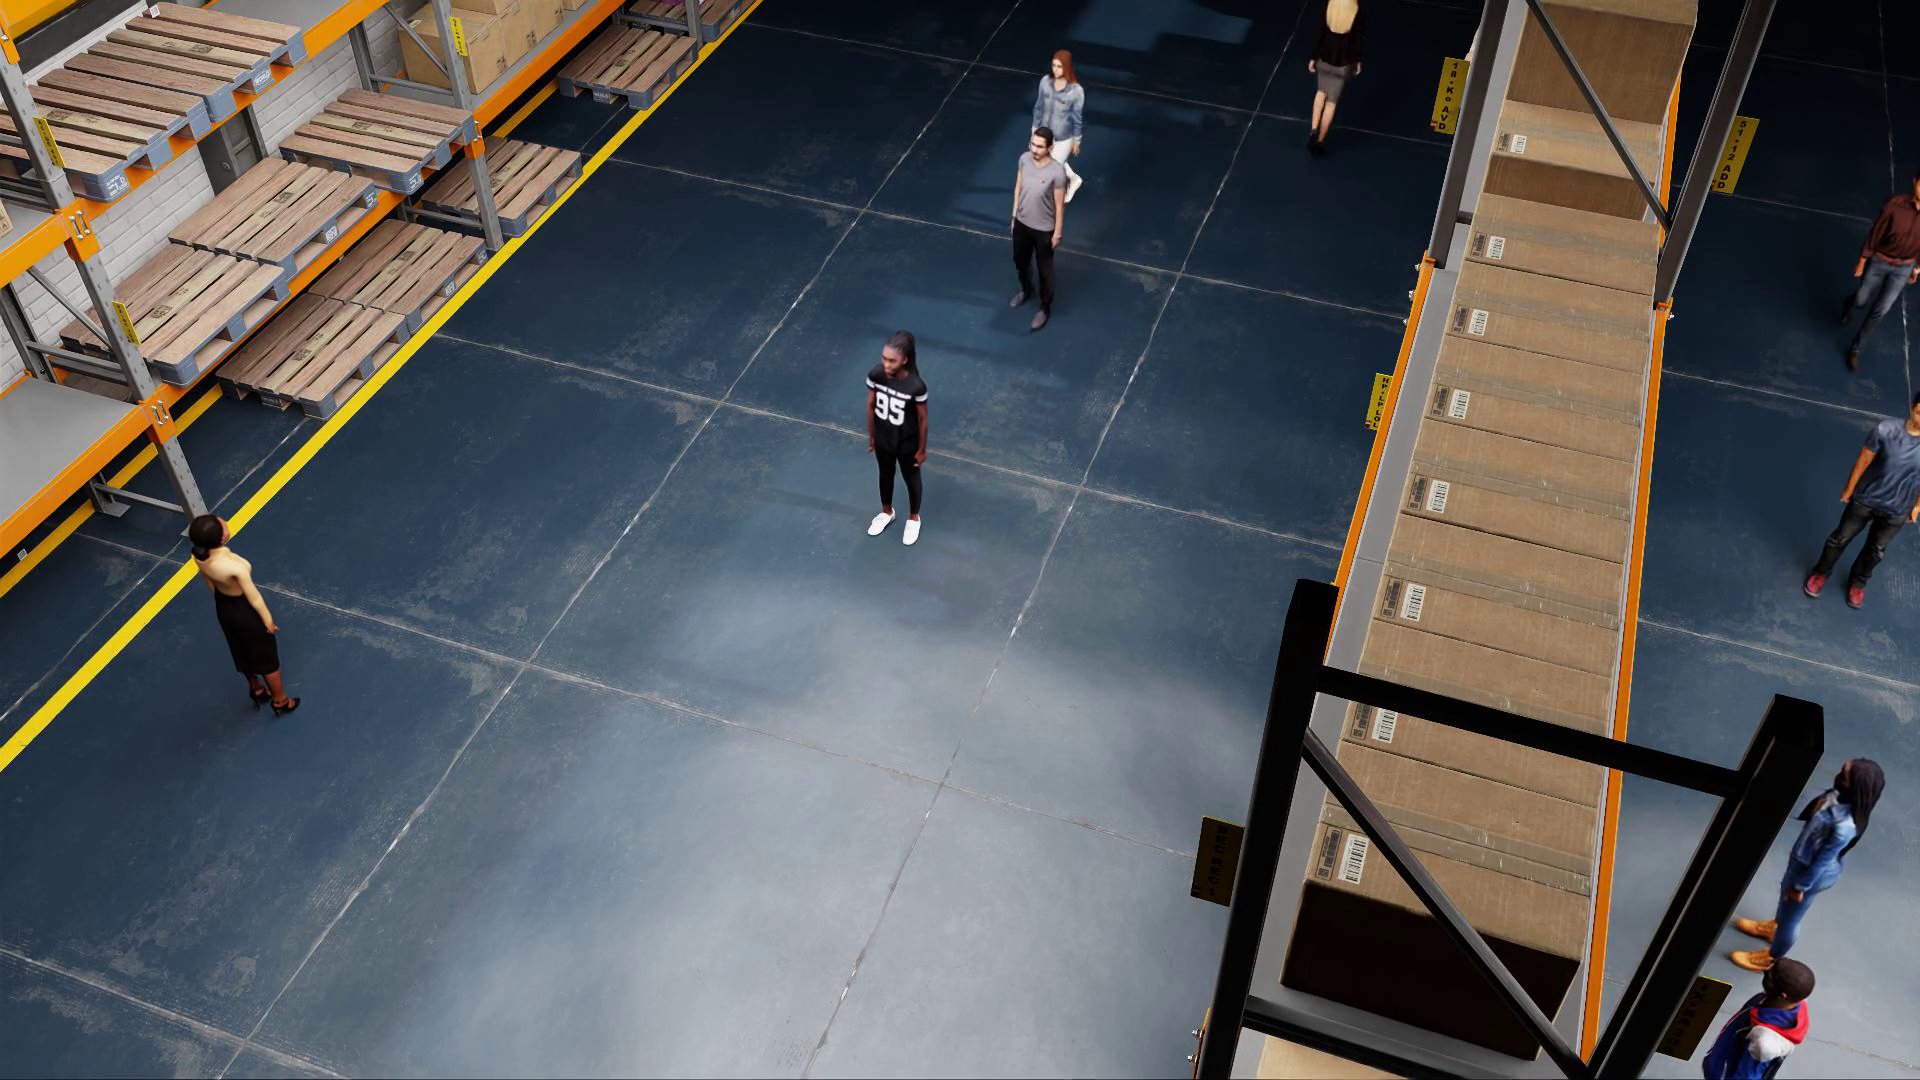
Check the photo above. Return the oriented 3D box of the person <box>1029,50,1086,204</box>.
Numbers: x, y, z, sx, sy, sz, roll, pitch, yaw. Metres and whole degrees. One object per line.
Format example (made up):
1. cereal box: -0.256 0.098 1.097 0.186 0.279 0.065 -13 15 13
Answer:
1. person: 0.903 -3.583 14.702 0.865 1.669 1.208 30 51 27

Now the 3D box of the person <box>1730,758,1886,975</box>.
1. person: 4.653 1.773 9.050 0.691 1.710 0.496 21 47 20

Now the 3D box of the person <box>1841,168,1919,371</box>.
1. person: 7.387 -2.234 13.217 0.675 1.763 0.942 11 45 12

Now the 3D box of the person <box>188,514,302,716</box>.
1. person: -4.518 0.478 10.452 0.561 1.651 0.535 16 46 16

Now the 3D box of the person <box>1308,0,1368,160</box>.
1. person: 3.433 -4.309 15.348 0.633 1.829 0.700 17 46 17

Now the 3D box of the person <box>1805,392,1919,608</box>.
1. person: 6.200 -0.299 11.155 0.642 1.807 0.525 16 46 16

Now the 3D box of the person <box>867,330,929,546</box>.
1. person: -0.432 -0.711 11.645 0.615 1.728 0.577 18 46 18

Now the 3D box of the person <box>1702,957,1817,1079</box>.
1. person: 3.835 2.589 8.159 0.757 1.757 0.580 28 50 26

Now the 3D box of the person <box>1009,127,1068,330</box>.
1. person: 0.642 -2.616 13.609 0.715 1.776 0.745 26 50 25
